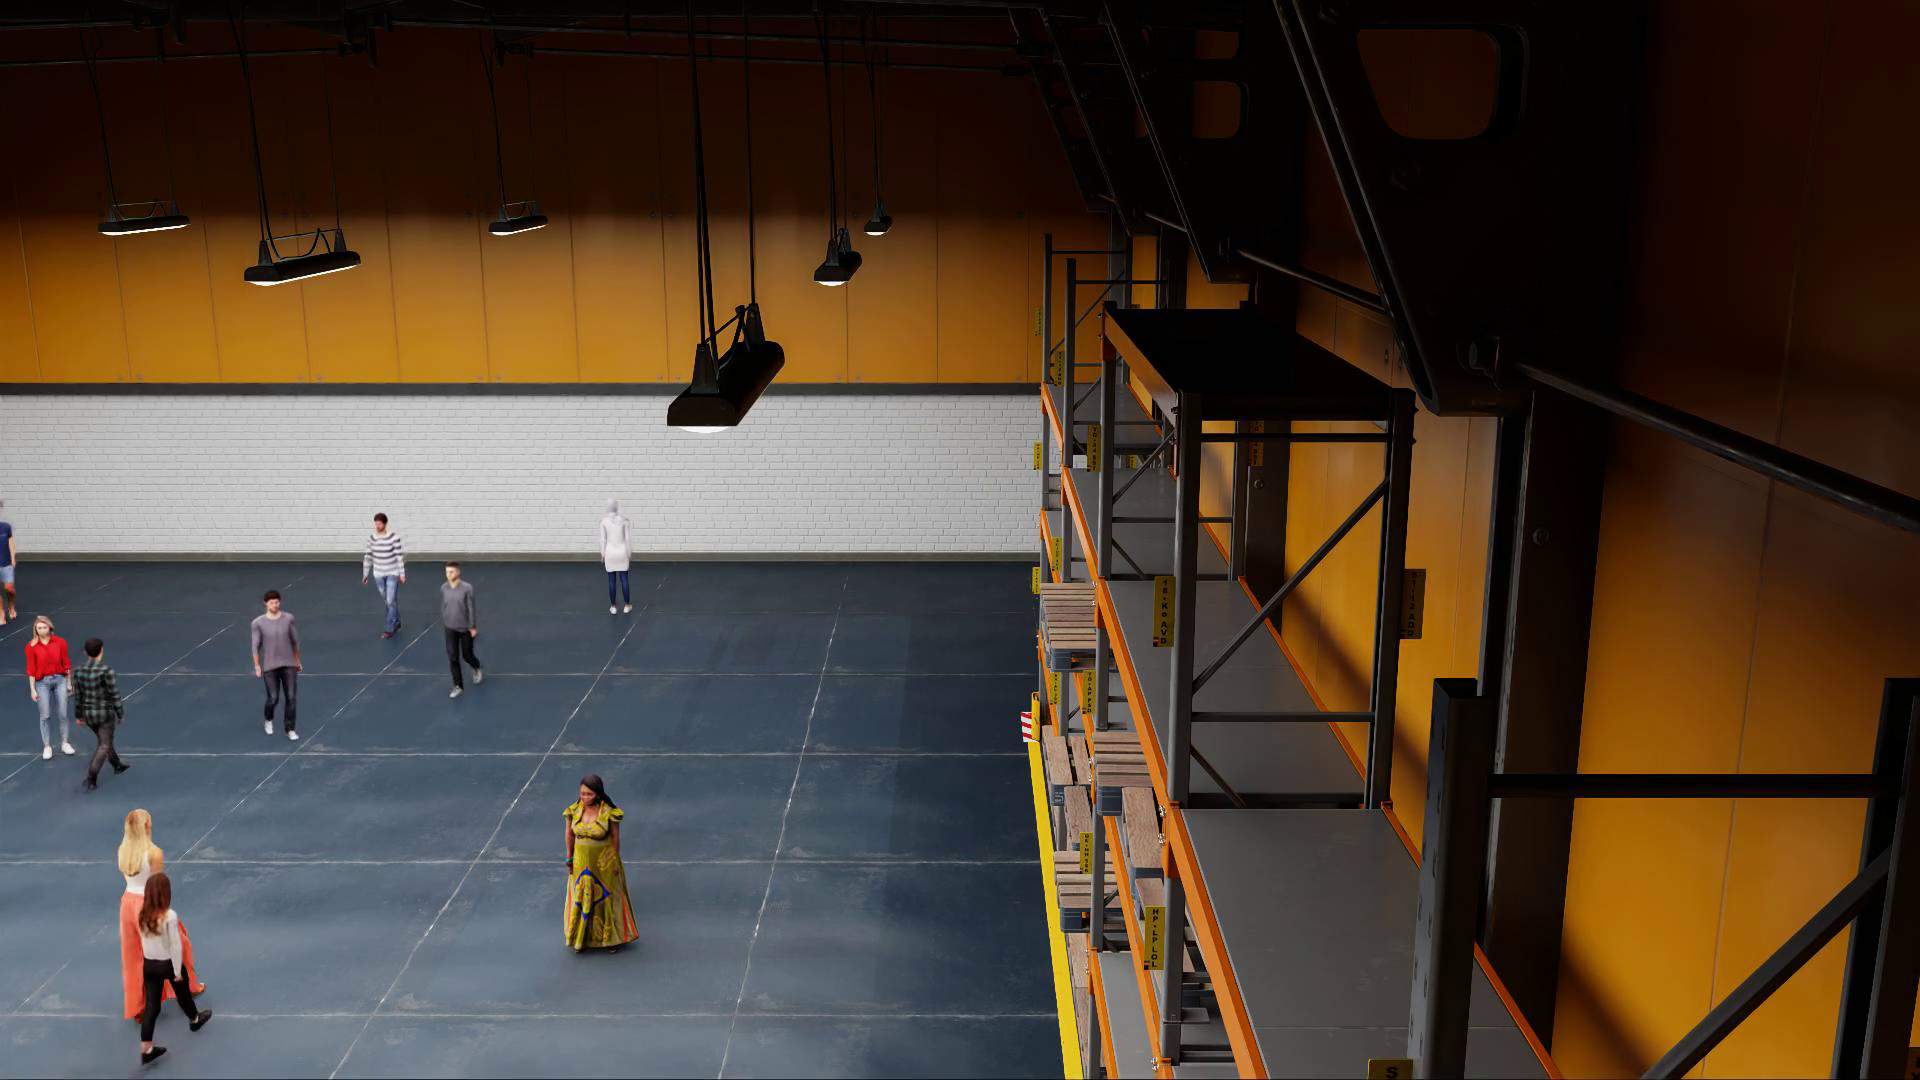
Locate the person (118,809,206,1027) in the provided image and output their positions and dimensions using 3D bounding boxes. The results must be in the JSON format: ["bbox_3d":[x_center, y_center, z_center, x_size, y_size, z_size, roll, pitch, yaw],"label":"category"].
[{"bbox_3d":[-6.680,3.081,13.474,0.798,1.781,1.012,4,14,17],"label":"person"}]

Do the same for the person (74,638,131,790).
[{"bbox_3d":[-9.666,1.971,18.577,0.836,1.675,1.112,3,14,13],"label":"person"}]

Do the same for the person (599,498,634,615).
[{"bbox_3d":[-5.211,0.237,25.231,0.635,1.776,0.574,-2,14,-8],"label":"person"}]

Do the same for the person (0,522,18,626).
[{"bbox_3d":[-14.287,0.342,24.677,0.769,1.833,0.832,-8,16,-29],"label":"person"}]

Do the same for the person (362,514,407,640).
[{"bbox_3d":[-8.256,0.495,24.089,0.789,1.812,1.102,3,14,11],"label":"person"}]

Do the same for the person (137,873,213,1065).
[{"bbox_3d":[-6.288,3.372,12.995,0.670,1.441,1.023,3,14,10],"label":"person"}]

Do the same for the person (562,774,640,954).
[{"bbox_3d":[-3.224,2.846,14.703,0.827,1.660,0.731,0,14,-1],"label":"person"}]

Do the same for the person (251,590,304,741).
[{"bbox_3d":[-8.191,1.481,19.955,0.859,1.841,0.915,-11,17,-38],"label":"person"}]

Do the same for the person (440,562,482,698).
[{"bbox_3d":[-6.477,1.132,21.608,0.667,1.743,0.988,1,14,5],"label":"person"}]

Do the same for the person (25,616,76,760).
[{"bbox_3d":[-10.584,1.694,19.366,0.691,1.705,0.720,-10,17,-37],"label":"person"}]
